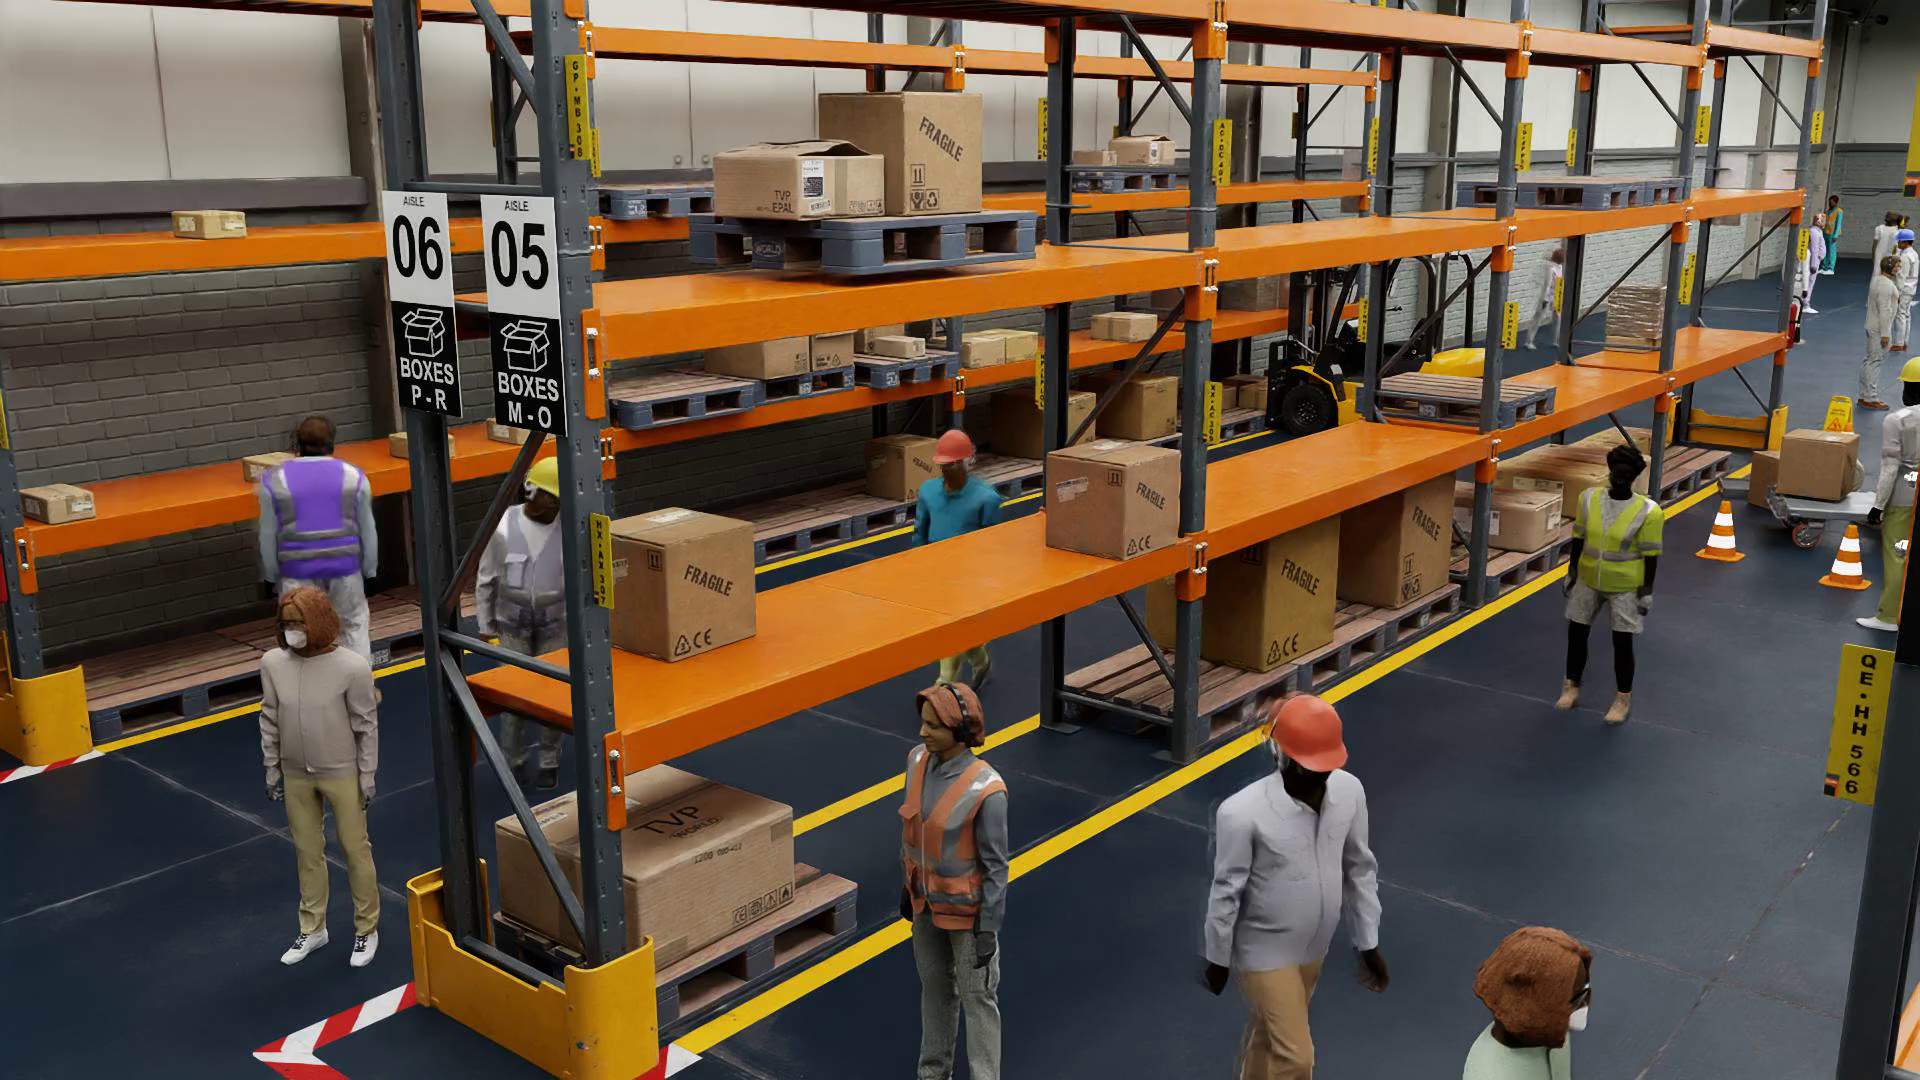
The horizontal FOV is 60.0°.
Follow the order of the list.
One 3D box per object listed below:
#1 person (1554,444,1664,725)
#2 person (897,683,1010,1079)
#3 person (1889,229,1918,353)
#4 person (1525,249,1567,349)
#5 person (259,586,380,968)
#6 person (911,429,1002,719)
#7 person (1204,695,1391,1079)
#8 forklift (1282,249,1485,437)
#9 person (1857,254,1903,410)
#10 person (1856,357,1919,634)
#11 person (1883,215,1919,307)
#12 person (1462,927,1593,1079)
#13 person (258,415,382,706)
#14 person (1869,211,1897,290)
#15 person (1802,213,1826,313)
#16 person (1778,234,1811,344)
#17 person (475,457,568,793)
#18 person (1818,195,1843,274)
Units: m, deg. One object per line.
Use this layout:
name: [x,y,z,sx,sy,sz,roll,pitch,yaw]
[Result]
person: [3.818,0.257,9.752,0.332,1.683,0.546,-13,19,-42]
person: [-0.027,1.271,5.720,0.308,1.641,0.516,-11,18,-39]
person: [14.891,-3.933,26.306,0.422,1.940,0.610,12,18,39]
person: [9.487,-3.854,26.662,0.725,1.599,0.600,10,17,36]
person: [-2.652,0.983,6.908,0.500,1.633,0.279,2,14,6]
person: [-0.009,0.164,10.062,0.573,1.718,0.860,9,17,33]
person: [1.111,1.317,5.358,0.552,1.718,0.670,-9,17,-33]
forklift: [4.886,-2.214,18.767,2.313,2.155,1.214,11,18,38]
person: [11.596,-2.620,20.946,0.372,1.940,0.632,4,14,18]
person: [6.575,-0.308,11.557,0.590,1.926,0.388,-4,14,-16]
person: [18.583,-5.505,32.939,0.947,1.816,0.522,2,14,6]
person: [1.333,1.687,4.056,0.277,1.626,0.502,11,18,38]
person: [-3.772,0.191,9.801,0.668,1.833,0.449,-6,15,-25]
person: [19.086,-5.855,34.312,0.506,1.846,0.346,3,14,10]
person: [16.453,-5.331,32.068,0.400,1.902,0.641,5,15,19]
person: [13.743,-4.167,27.361,0.349,1.882,0.577,-2,14,-8]
person: [-2.228,0.441,8.787,0.630,1.791,0.412,-2,14,-8]
person: [21.355,-7.478,40.774,0.391,1.918,0.593,-1,14,-6]
